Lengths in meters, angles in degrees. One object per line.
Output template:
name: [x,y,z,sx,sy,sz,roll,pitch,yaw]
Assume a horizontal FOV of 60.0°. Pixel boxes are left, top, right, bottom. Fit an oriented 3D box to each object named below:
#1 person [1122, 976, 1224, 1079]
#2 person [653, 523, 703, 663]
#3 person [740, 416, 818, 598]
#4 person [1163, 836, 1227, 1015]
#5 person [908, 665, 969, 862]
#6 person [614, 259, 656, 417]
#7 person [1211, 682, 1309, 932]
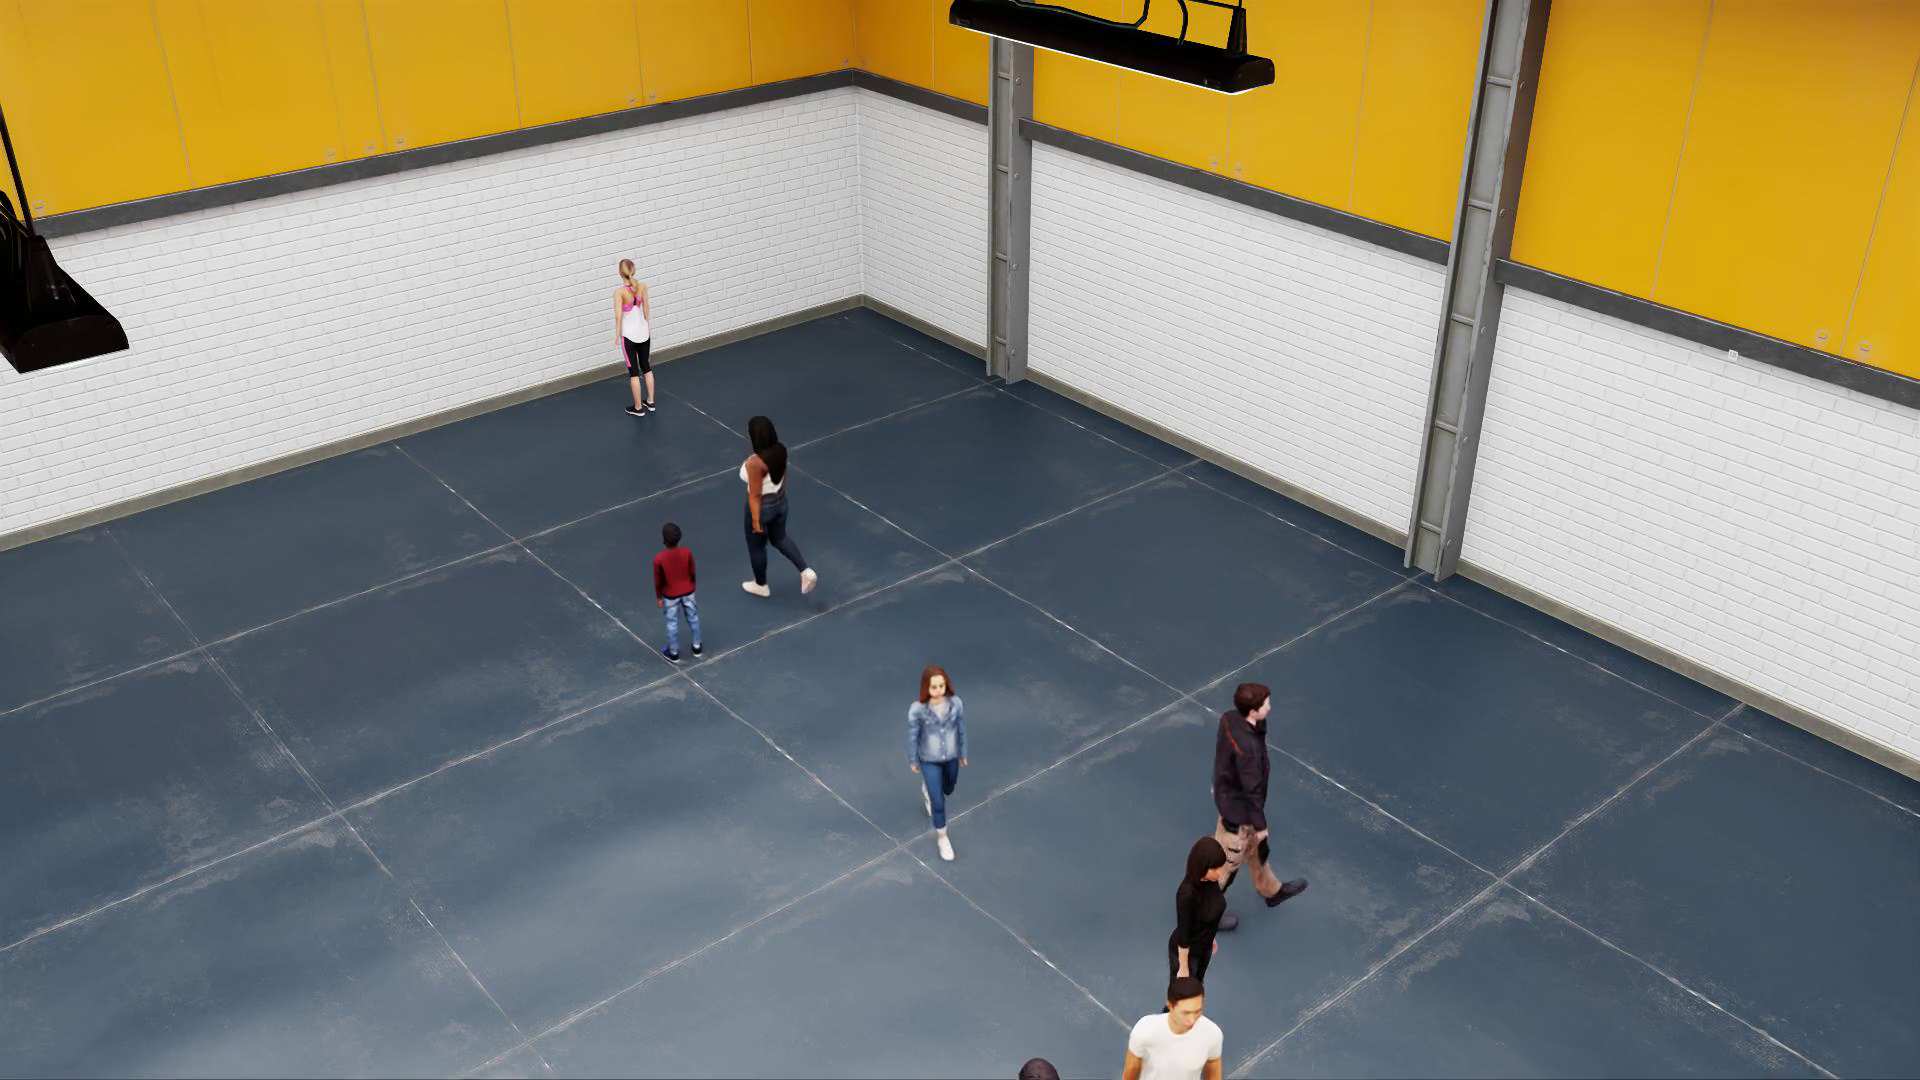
person: [1.105,2.939,8.849,1.081,1.750,1.236,-2,29,-3]
person: [-2.366,0.432,13.964,0.549,1.251,0.548,-14,31,-23]
person: [-1.621,-0.250,14.651,1.071,1.792,0.804,18,33,30]
person: [1.372,2.426,9.903,0.599,1.640,0.636,17,33,29]
person: [-0.165,1.503,11.785,0.759,1.458,0.983,-10,30,-18]
person: [-3.573,-2.236,18.295,0.552,1.788,0.623,24,37,37]
person: [1.738,1.764,10.849,1.148,1.897,1.153,-2,29,-5]
